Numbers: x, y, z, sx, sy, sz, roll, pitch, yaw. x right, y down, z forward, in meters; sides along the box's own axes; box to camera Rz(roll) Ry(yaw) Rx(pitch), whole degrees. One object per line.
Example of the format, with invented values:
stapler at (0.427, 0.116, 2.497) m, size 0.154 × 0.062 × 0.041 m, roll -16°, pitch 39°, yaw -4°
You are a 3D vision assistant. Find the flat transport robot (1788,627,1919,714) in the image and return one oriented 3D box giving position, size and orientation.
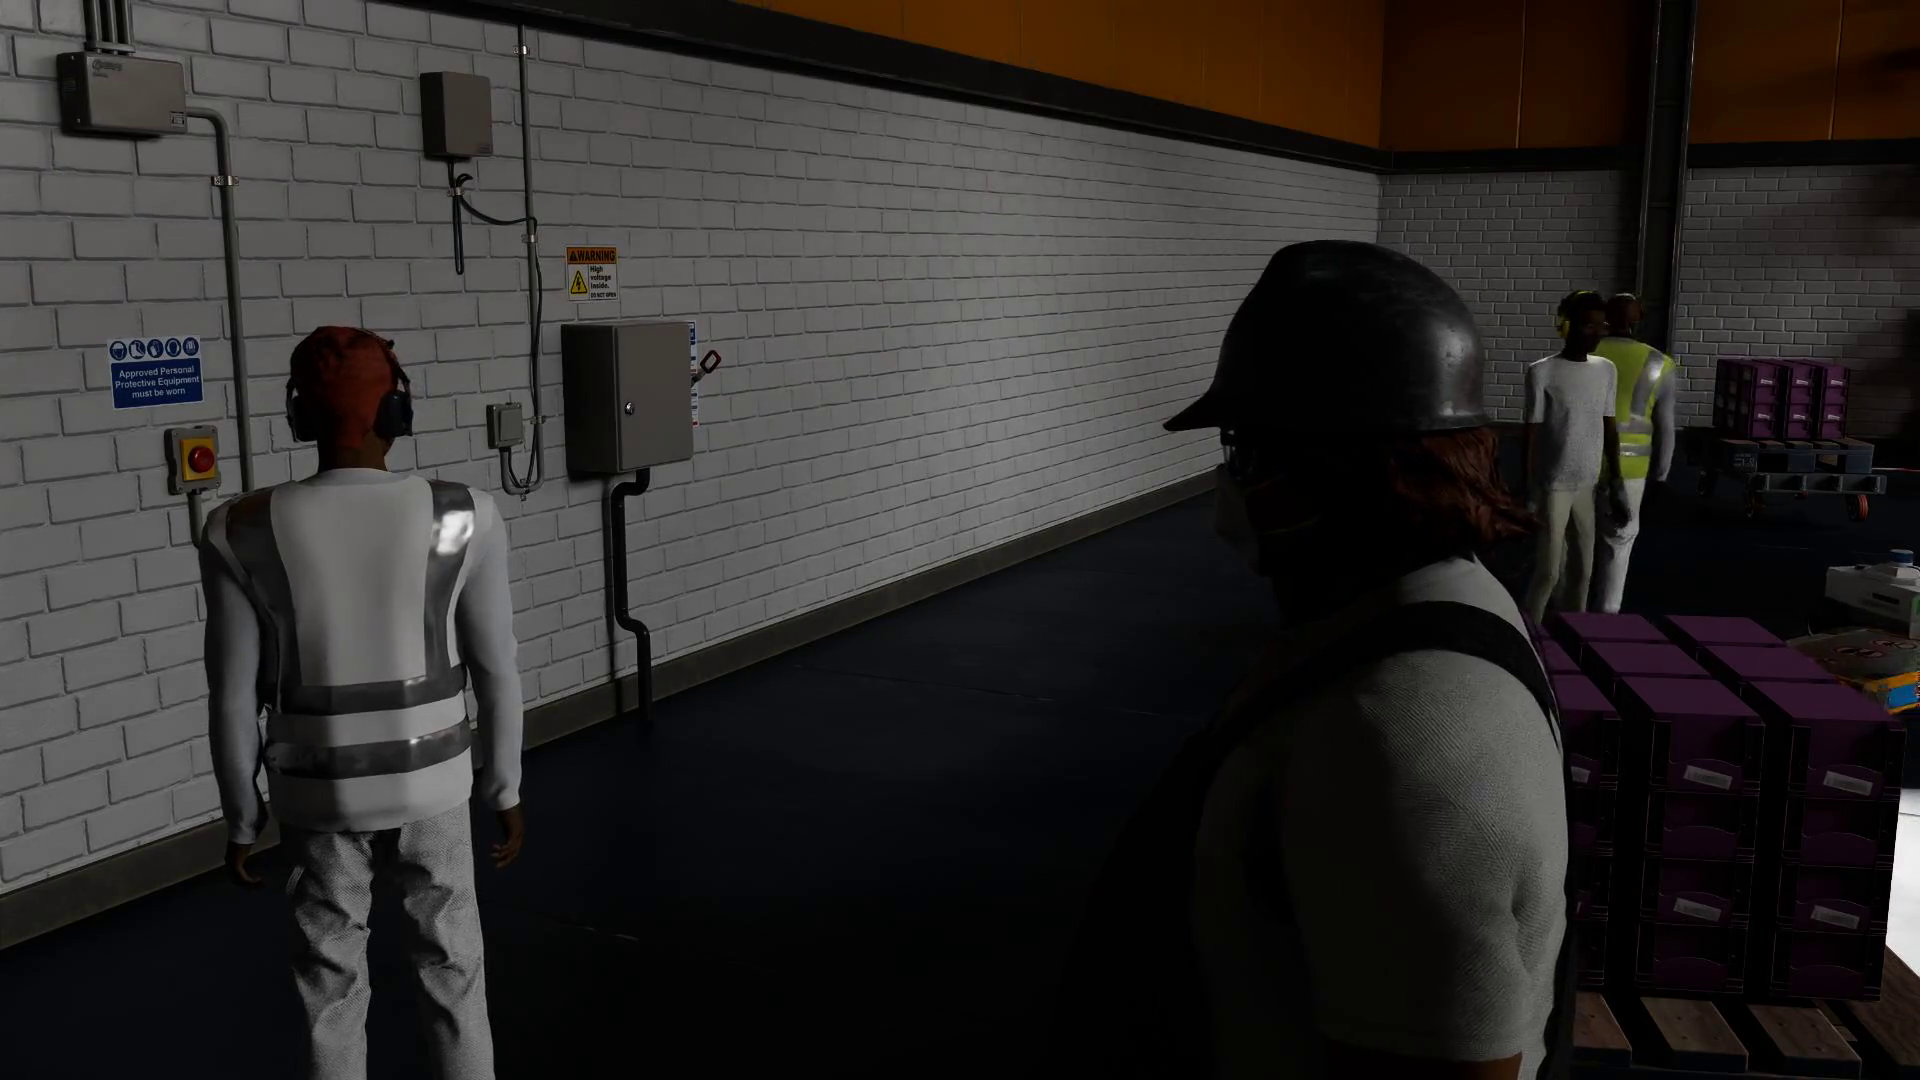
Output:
flat transport robot at (3.996, 0.607, 7.476) m, size 1.431 × 0.197 × 0.652 m, roll -6°, pitch 11°, yaw -31°

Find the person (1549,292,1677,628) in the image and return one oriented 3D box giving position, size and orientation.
person at (3.360, -0.371, 8.656) m, size 0.648 × 1.824 × 0.458 m, roll 5°, pitch 11°, yaw 28°

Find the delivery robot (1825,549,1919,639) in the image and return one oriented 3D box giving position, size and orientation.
delivery robot at (4.638, 0.289, 8.225) m, size 0.477 × 0.478 × 0.707 m, roll -2°, pitch 10°, yaw -10°

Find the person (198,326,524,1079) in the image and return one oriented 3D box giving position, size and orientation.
person at (-1.168, 0.519, 3.325) m, size 0.584 × 1.881 × 0.337 m, roll -4°, pitch 10°, yaw -20°

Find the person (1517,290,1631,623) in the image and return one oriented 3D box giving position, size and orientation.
person at (2.823, -0.220, 7.705) m, size 0.507 × 1.858 × 0.362 m, roll -4°, pitch 11°, yaw -23°
